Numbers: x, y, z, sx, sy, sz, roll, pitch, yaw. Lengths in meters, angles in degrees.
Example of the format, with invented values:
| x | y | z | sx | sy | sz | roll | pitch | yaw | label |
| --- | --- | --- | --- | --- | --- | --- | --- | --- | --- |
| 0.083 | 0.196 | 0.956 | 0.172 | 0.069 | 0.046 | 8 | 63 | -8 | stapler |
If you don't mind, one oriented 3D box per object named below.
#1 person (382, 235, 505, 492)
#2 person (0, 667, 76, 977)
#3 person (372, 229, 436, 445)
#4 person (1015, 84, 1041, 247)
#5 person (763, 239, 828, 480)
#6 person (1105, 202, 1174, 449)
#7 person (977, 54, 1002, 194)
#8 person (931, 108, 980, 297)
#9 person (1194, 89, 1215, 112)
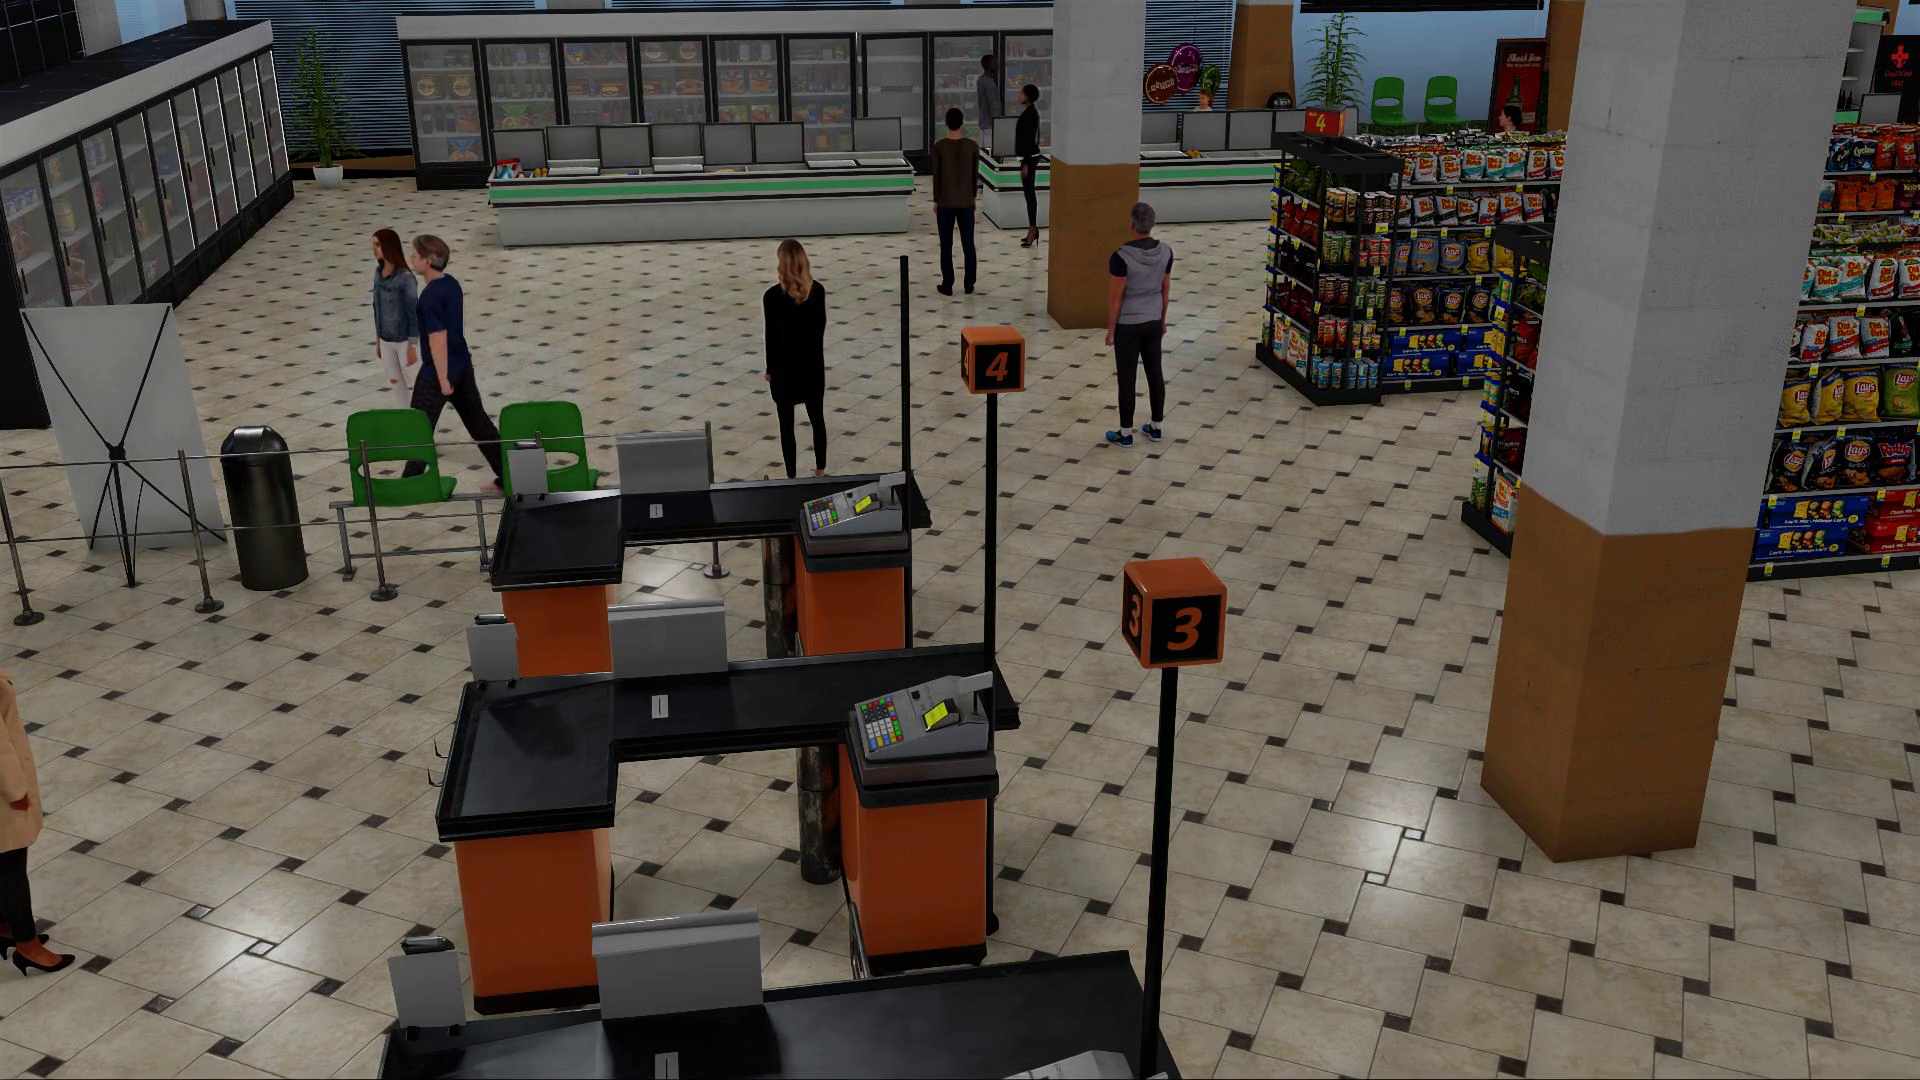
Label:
| x | y | z | sx | sy | sz | roll | pitch | yaw | label |
| --- | --- | --- | --- | --- | --- | --- | --- | --- | --- |
| -3.406 | -1.135 | 11.313 | 1.244 | 1.823 | 0.924 | 3 | 22 | 7 | person |
| -3.748 | 0.914 | 6.402 | 0.705 | 1.682 | 0.731 | 19 | 29 | 39 | person |
| -4.117 | -1.455 | 12.272 | 0.678 | 1.703 | 0.737 | 15 | 26 | 32 | person |
| 0.797 | -4.344 | 19.286 | 0.627 | 1.834 | 0.670 | 3 | 22 | 7 | person |
| -1.118 | -1.175 | 11.443 | 0.594 | 1.802 | 0.734 | -13 | 25 | -30 | person |
| 1.351 | -1.616 | 12.506 | 0.609 | 1.828 | 0.808 | -11 | 24 | -25 | person |
| 0.373 | -5.578 | 22.350 | 0.579 | 1.839 | 0.714 | -6 | 23 | -16 | person |
| -0.047 | -3.456 | 17.005 | 0.514 | 1.888 | 0.713 | -5 | 22 | -12 | person |
| 3.376 | -5.595 | 23.096 | 0.610 | 1.313 | 0.560 | -20 | 29 | -41 | person |
